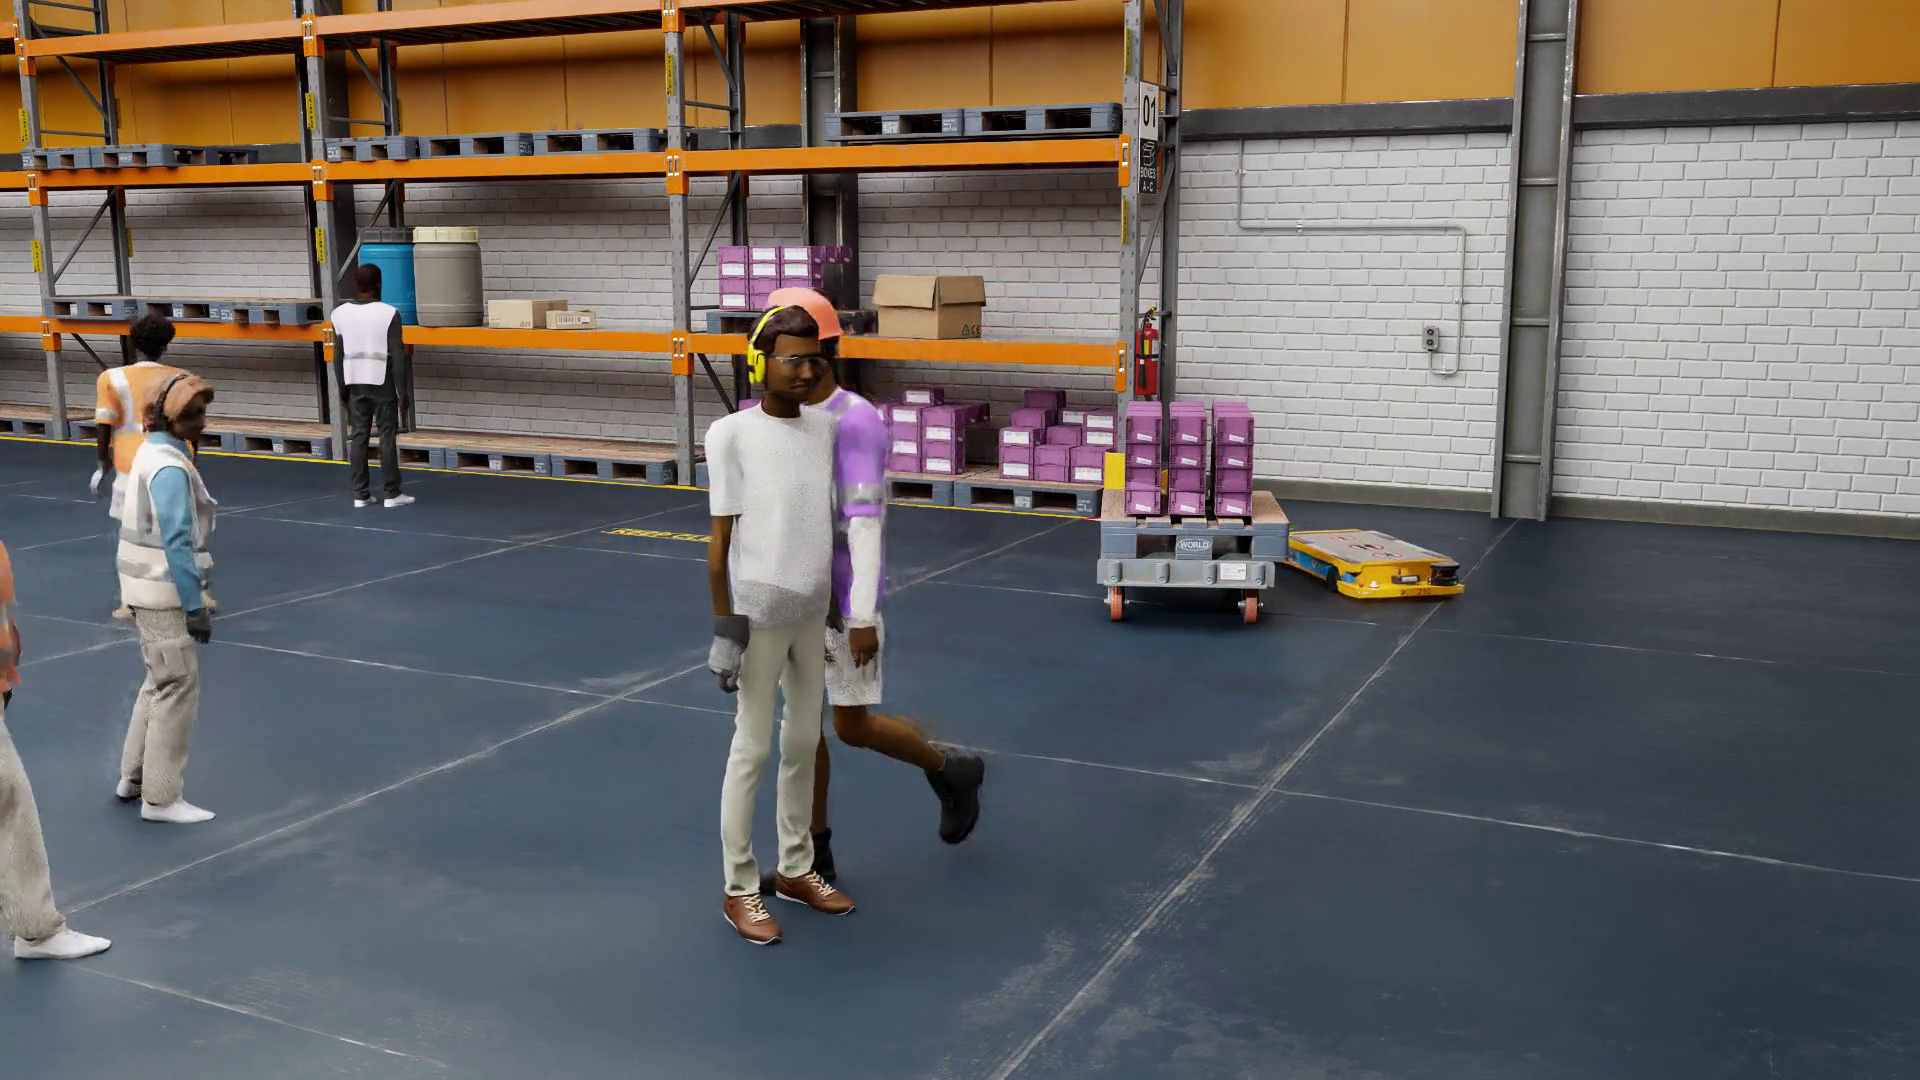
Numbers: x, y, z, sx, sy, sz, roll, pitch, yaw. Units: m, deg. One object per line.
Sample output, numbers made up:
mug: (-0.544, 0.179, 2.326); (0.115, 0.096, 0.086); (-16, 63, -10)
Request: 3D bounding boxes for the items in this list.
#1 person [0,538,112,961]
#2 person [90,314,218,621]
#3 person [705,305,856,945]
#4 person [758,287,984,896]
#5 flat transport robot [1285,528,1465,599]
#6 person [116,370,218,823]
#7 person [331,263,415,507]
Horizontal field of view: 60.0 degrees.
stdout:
person: (-2.843, 0.417, 4.633); (0.701, 1.615, 0.524); (-3, 10, -16)
person: (-4.413, -0.380, 9.100); (0.591, 1.680, 0.365); (-9, 13, -42)
person: (-0.521, 0.241, 4.936); (0.309, 1.864, 0.534); (9, 13, 42)
person: (-0.319, 0.162, 5.273); (0.739, 1.911, 0.584); (-7, 12, -33)
flat transport robot: (2.438, 0.121, 10.181); (0.652, 0.197, 1.431); (-2, 10, -12)
person: (-2.804, 0.205, 5.870); (0.411, 1.612, 0.603); (-6, 11, -30)
person: (-4.631, -1.210, 13.096); (0.596, 1.915, 0.373); (2, 10, 10)
